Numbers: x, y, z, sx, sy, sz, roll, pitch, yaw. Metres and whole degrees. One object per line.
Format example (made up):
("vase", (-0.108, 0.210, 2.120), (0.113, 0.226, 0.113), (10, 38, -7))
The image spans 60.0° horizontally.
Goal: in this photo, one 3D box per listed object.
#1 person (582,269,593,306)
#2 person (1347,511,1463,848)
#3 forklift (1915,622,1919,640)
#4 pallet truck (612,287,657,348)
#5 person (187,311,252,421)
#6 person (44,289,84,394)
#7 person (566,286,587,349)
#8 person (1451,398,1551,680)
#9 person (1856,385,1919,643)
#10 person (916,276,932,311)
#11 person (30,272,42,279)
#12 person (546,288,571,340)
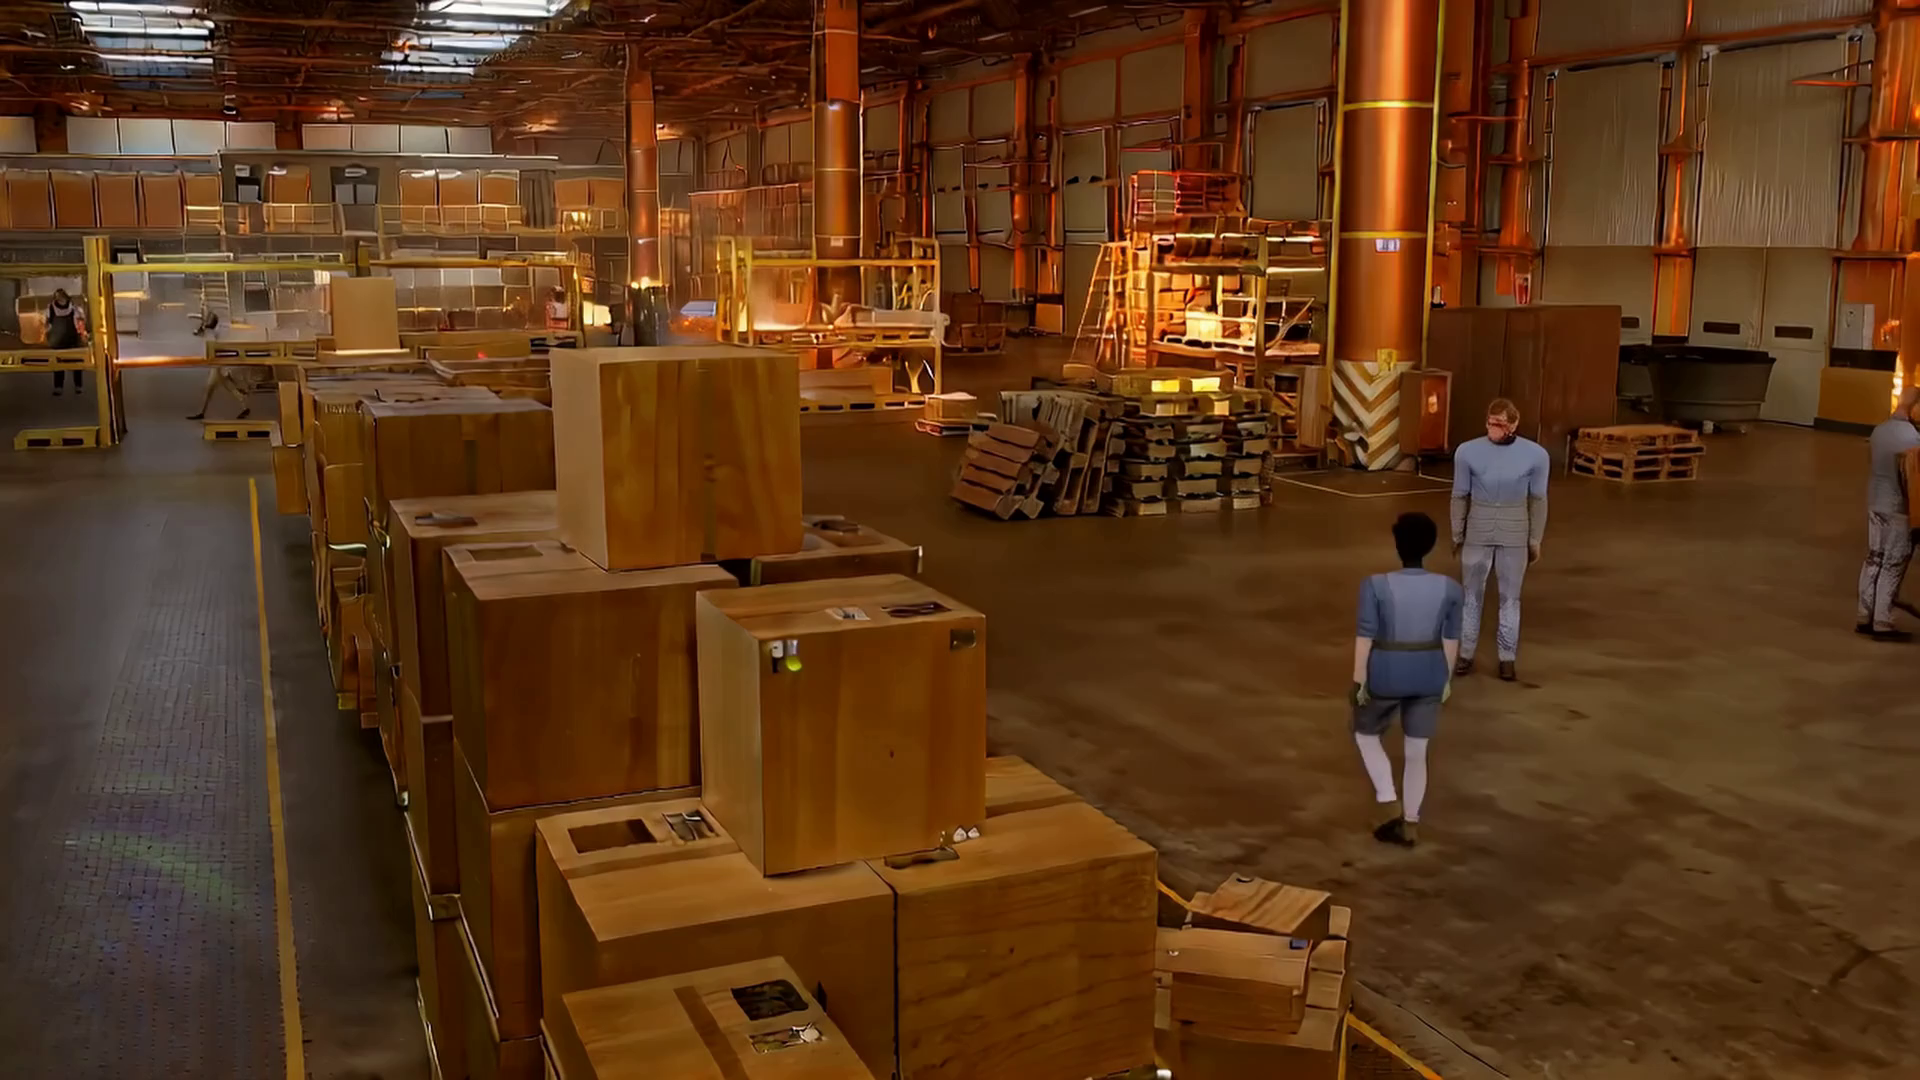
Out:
("person", (-13.336, -8.718, 59.430), (0.586, 1.910, 0.395), (7, 13, 35))
("person", (2.179, 0.691, 8.165), (0.552, 1.682, 0.371), (-1, 10, -5))
("forklift", (7.536, -0.447, 11.148), (1.129, 2.768, 1.873), (1, 10, 8))
("pallet truck", (-6.464, -4.406, 35.401), (0.823, 1.965, 1.885), (6, 12, 32))
("person", (-12.262, -2.875, 27.491), (0.995, 1.830, 0.508), (-4, 11, -21))
("person", (-17.367, -3.856, 32.254), (0.689, 2.000, 0.537), (-3, 11, -18))
("person", (-8.805, -4.891, 38.309), (0.972, 1.902, 0.644), (6, 12, 31))
("person", (3.665, -0.008, 11.343), (0.628, 1.934, 0.374), (4, 11, 22))
("person", (6.966, -0.192, 12.383), (0.384, 1.930, 0.634), (0, 10, 0))
("person", (-1.112, -7.156, 50.991), (0.624, 1.844, 0.429), (-6, 12, -30))
("person", (-27.817, -7.106, 50.347), (0.640, 1.970, 0.496), (5, 12, 27))
("person", (-9.023, -4.725, 37.477), (0.573, 1.883, 0.353), (-6, 12, -32))
